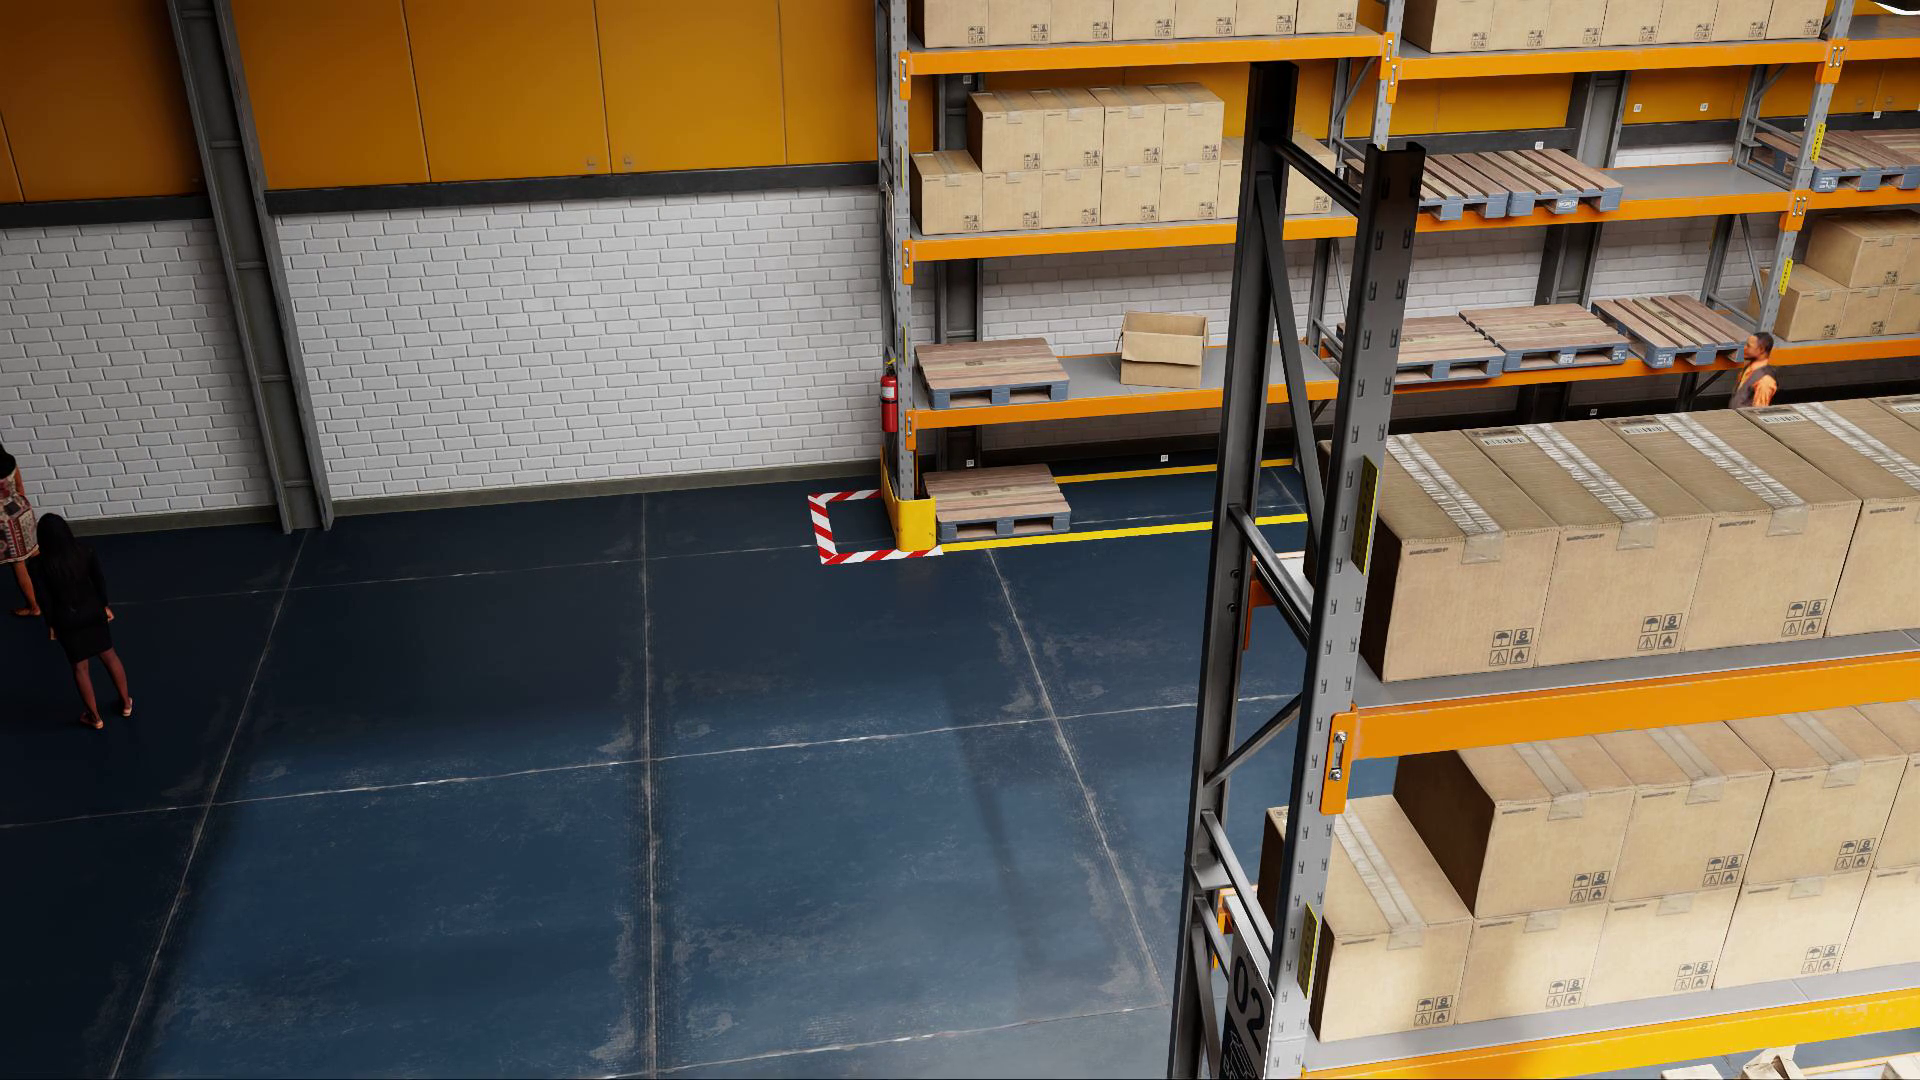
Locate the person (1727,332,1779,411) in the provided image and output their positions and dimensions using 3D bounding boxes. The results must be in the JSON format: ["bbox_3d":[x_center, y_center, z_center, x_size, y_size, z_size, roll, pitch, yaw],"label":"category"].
[{"bbox_3d":[6.930,-0.901,14.536,0.823,1.898,0.827,5,29,9],"label":"person"}]

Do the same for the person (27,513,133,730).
[{"bbox_3d":[-6.377,0.564,12.034,0.740,1.721,0.637,25,37,38],"label":"person"}]

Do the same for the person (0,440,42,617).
[{"bbox_3d":[-7.671,-0.158,13.438,0.654,1.645,0.713,5,29,8],"label":"person"}]
